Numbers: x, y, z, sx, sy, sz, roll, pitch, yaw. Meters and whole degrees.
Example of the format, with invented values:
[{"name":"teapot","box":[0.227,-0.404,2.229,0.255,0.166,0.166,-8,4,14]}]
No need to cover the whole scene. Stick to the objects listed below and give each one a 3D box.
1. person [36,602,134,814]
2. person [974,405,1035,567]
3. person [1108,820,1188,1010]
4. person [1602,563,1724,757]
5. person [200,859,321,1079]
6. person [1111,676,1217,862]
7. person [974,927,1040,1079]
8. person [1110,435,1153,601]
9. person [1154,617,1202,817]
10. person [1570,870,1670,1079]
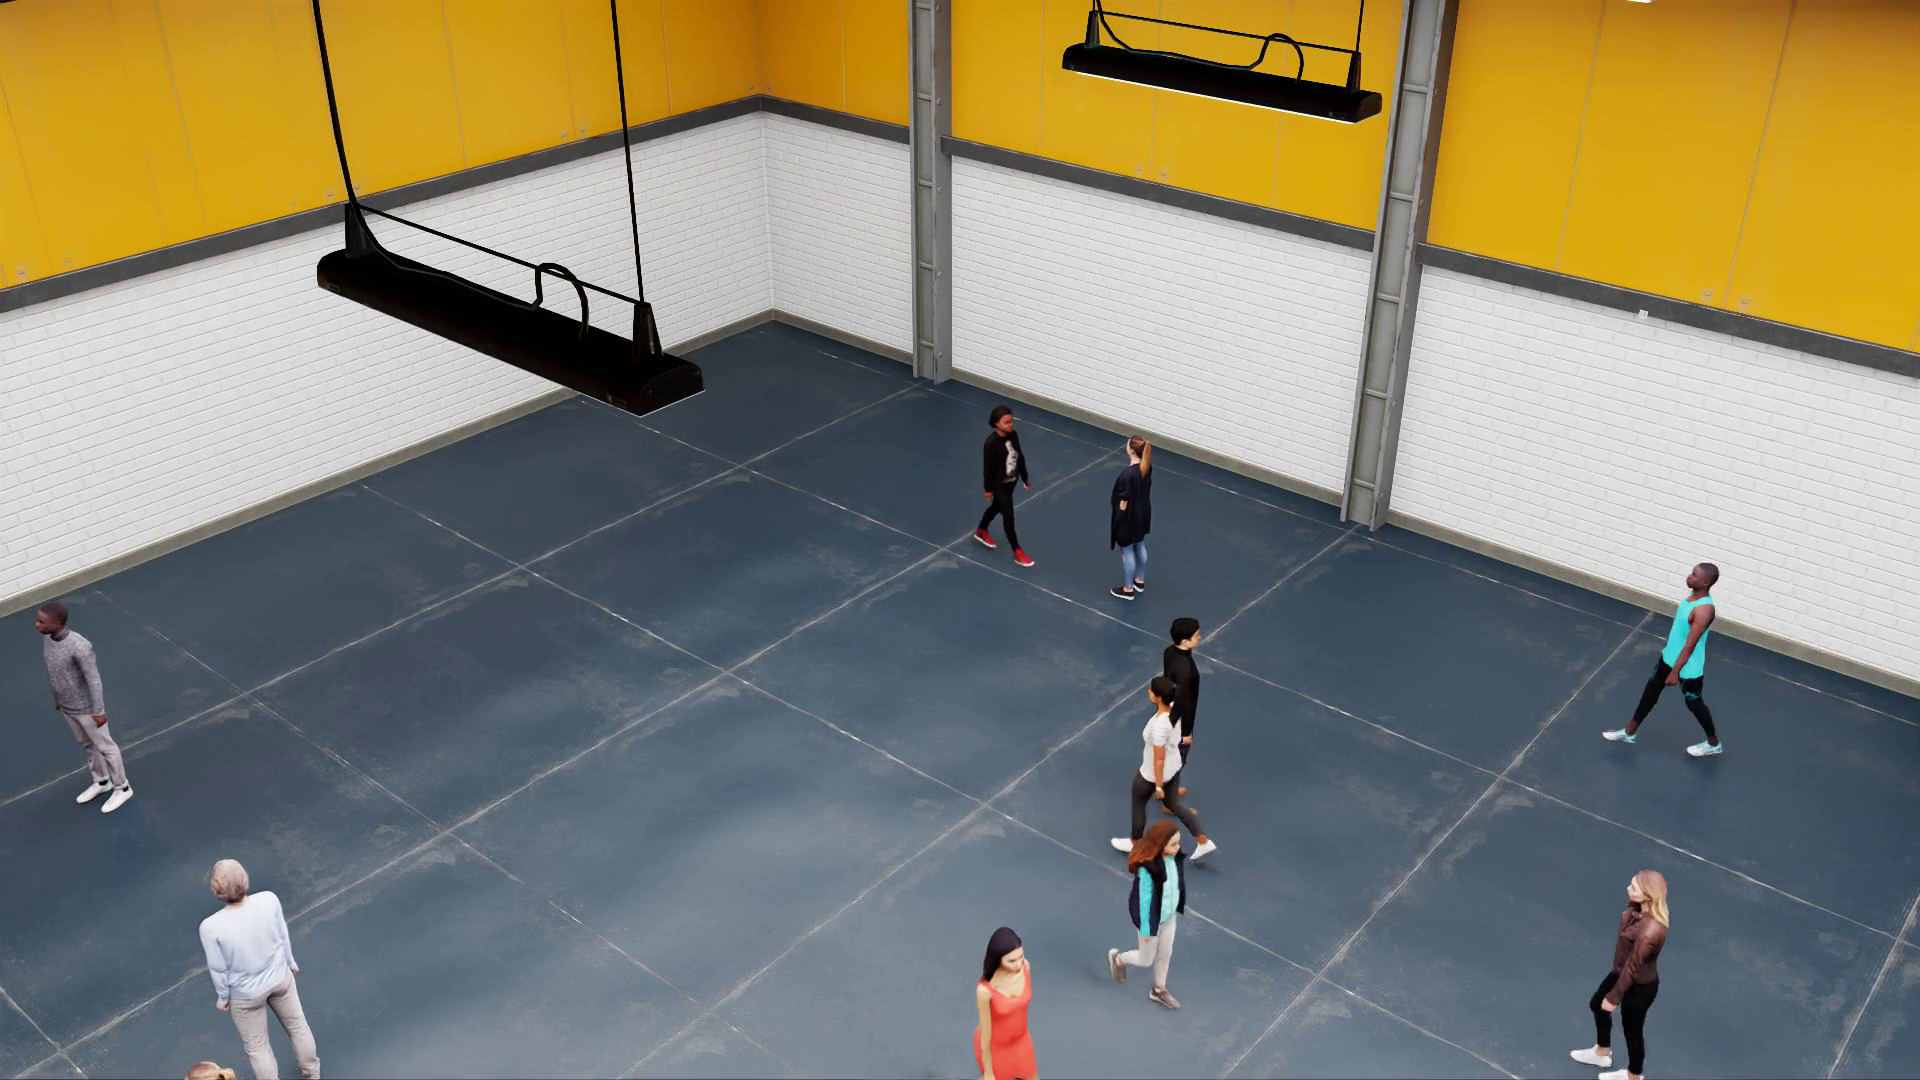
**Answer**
[{"name":"person","box":[-6.810,1.259,12.920,0.542,1.837,0.781,16,32,27]},{"name":"person","box":[0.369,-0.588,16.512,1.065,1.640,0.620,24,37,37]},{"name":"person","box":[1.258,2.463,11.070,0.780,1.494,0.588,24,37,37]},{"name":"person","box":[5.955,1.019,13.436,1.254,1.765,1.003,6,29,11]},{"name":"person","box":[-4.285,2.720,10.182,0.674,1.894,0.605,-24,37,-37]},{"name":"person","box":[1.574,1.724,12.301,1.054,1.612,0.668,15,32,26]},{"name":"person","box":[0.194,2.968,9.923,0.635,1.707,0.647,-23,36,-35]},{"name":"person","box":[1.649,-0.226,15.801,0.548,1.684,0.630,23,36,36]},{"name":"person","box":[1.685,1.348,12.876,0.775,1.723,0.715,-3,29,-5]},{"name":"person","box":[4.268,2.767,10.312,0.778,1.687,0.725,8,30,14]}]
